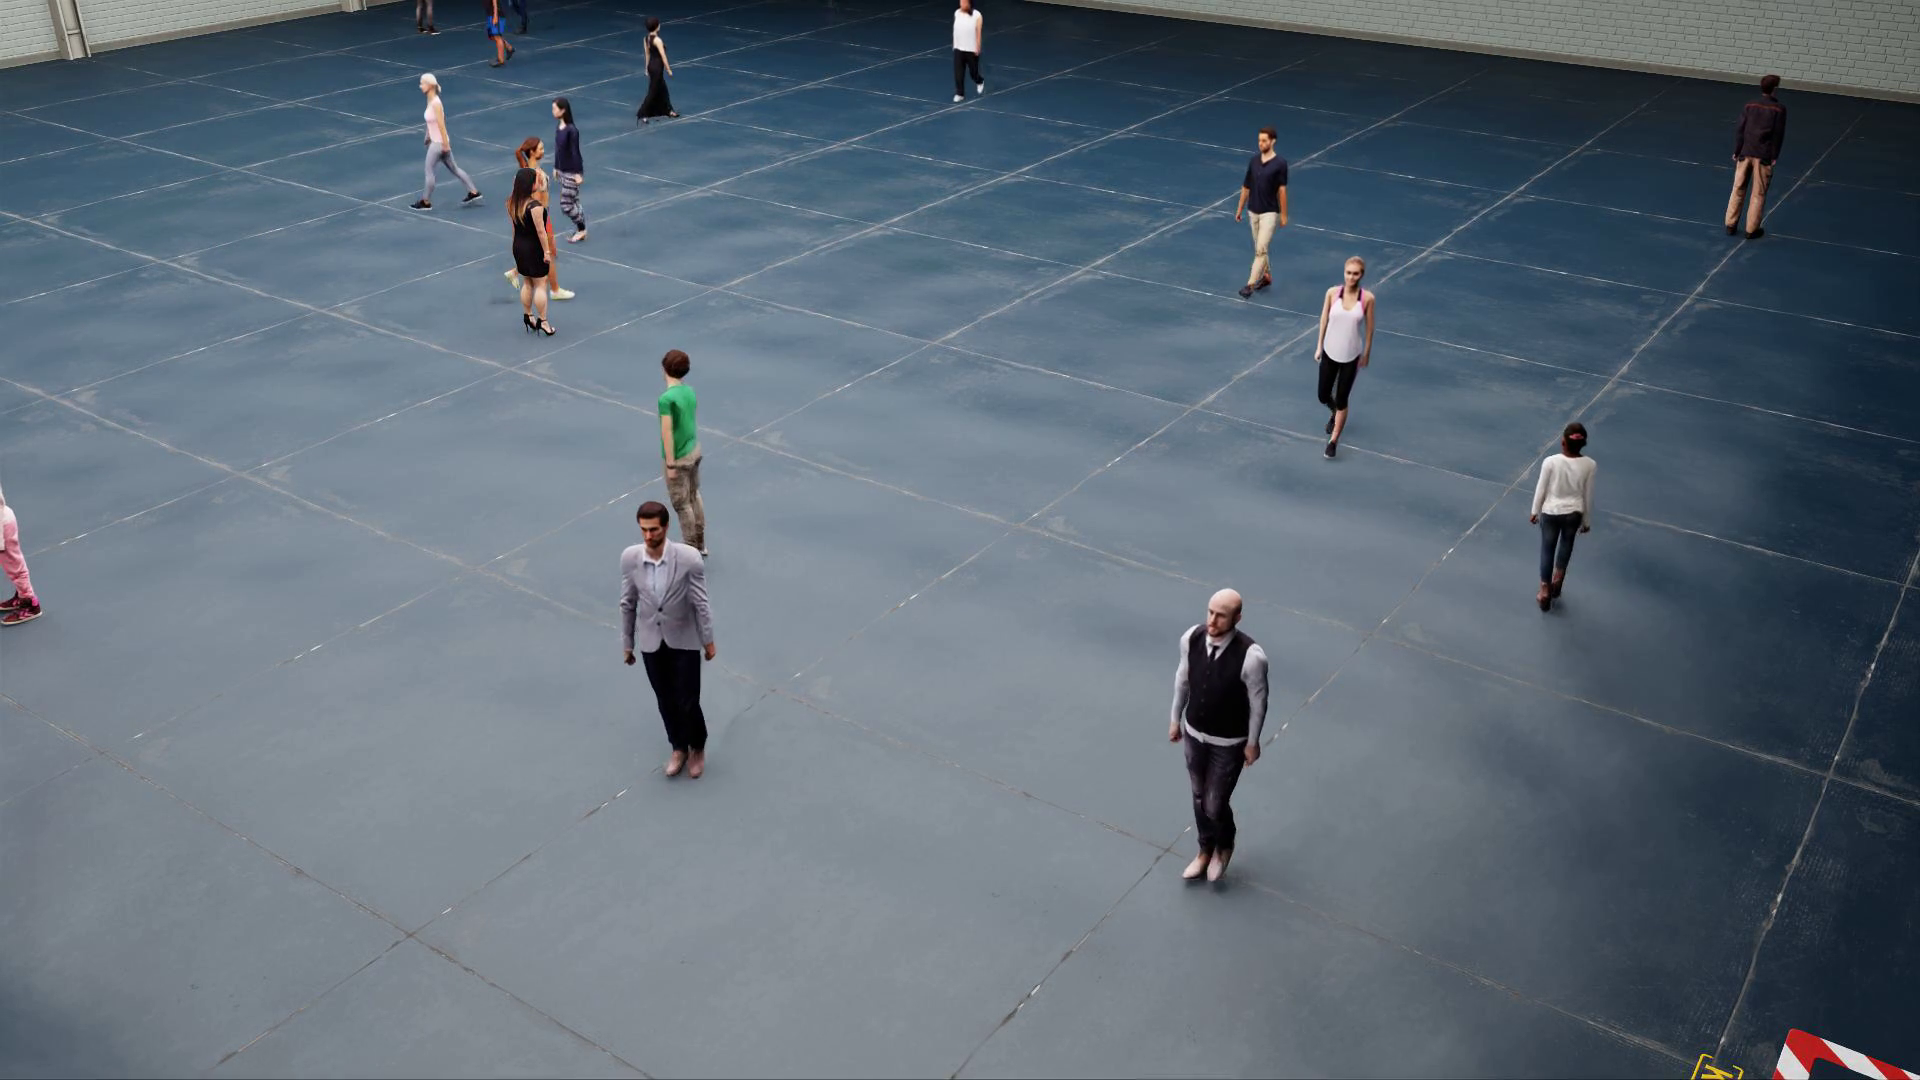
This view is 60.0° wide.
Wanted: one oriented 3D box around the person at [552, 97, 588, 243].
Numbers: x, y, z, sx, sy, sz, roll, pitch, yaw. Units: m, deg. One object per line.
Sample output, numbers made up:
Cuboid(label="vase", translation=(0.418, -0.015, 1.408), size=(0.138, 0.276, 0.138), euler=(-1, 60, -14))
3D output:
Cuboid(label="person", translation=(-4.573, -4.417, 19.827), size=(0.703, 1.726, 0.711), euler=(-18, 32, -31))

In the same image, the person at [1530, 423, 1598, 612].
Cuboid(label="person", translation=(4.295, -0.152, 11.851), size=(0.640, 1.446, 0.665), euler=(6, 28, 11))

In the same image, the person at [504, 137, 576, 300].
Cuboid(label="person", translation=(-4.596, -3.424, 17.841), size=(1.023, 1.779, 0.926), euler=(-7, 28, -13))

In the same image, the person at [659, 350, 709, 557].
Cuboid(label="person", translation=(-2.072, -0.592, 12.507), size=(0.885, 1.627, 0.626), euler=(5, 28, 9))

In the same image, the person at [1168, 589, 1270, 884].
Cuboid(label="person", translation=(1.457, 1.051, 9.115), size=(0.736, 1.812, 0.671), euler=(23, 35, 37))

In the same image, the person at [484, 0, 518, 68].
Cuboid(label="person", translation=(-8.032, -9.178, 29.018), size=(0.908, 1.777, 0.778), euler=(-21, 34, -34))

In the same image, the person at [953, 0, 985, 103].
Cuboid(label="person", translation=(0.133, -7.908, 26.669), size=(0.685, 1.670, 0.887), euler=(15, 31, 27))

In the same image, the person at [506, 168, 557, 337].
Cuboid(label="person", translation=(-4.378, -2.937, 16.968), size=(0.625, 1.712, 0.583), euler=(19, 33, 32))

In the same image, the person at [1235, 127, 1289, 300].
Cuboid(label="person", translation=(3.346, -3.566, 18.072), size=(0.768, 1.820, 1.101), euler=(22, 35, 36))

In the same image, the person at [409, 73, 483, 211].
Cuboid(label="person", translation=(-6.503, -5.031, 21.067), size=(1.184, 1.683, 0.992), euler=(-10, 29, -18))

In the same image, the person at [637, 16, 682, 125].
Cuboid(label="person", translation=(-4.655, -7.050, 25.122), size=(1.099, 1.561, 0.802), euler=(-19, 33, -32))

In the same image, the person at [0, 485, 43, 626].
Cuboid(label="person", translation=(-6.801, -0.113, 11.771), size=(0.620, 1.450, 0.617), euler=(-15, 31, -26))

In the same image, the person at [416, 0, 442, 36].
Cuboid(label="person", translation=(-9.801, -10.111, 30.306), size=(0.712, 1.704, 0.609), euler=(13, 30, 23))

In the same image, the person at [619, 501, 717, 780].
Cuboid(label="person", translation=(-1.716, 0.564, 10.032), size=(0.800, 1.838, 0.766), euler=(6, 28, 11))

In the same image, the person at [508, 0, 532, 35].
Cuboid(label="person", translation=(-8.395, -10.598, 31.825), size=(0.621, 1.731, 0.651), euler=(23, 35, 37))

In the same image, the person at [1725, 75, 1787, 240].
Cuboid(label="person", translation=(9.563, -4.605, 19.978), size=(0.711, 1.923, 0.624), euler=(22, 35, 36))

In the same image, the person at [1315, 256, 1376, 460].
Cuboid(label="person", translation=(3.304, -1.602, 14.301), size=(0.706, 1.780, 0.823), euler=(12, 30, 22))
